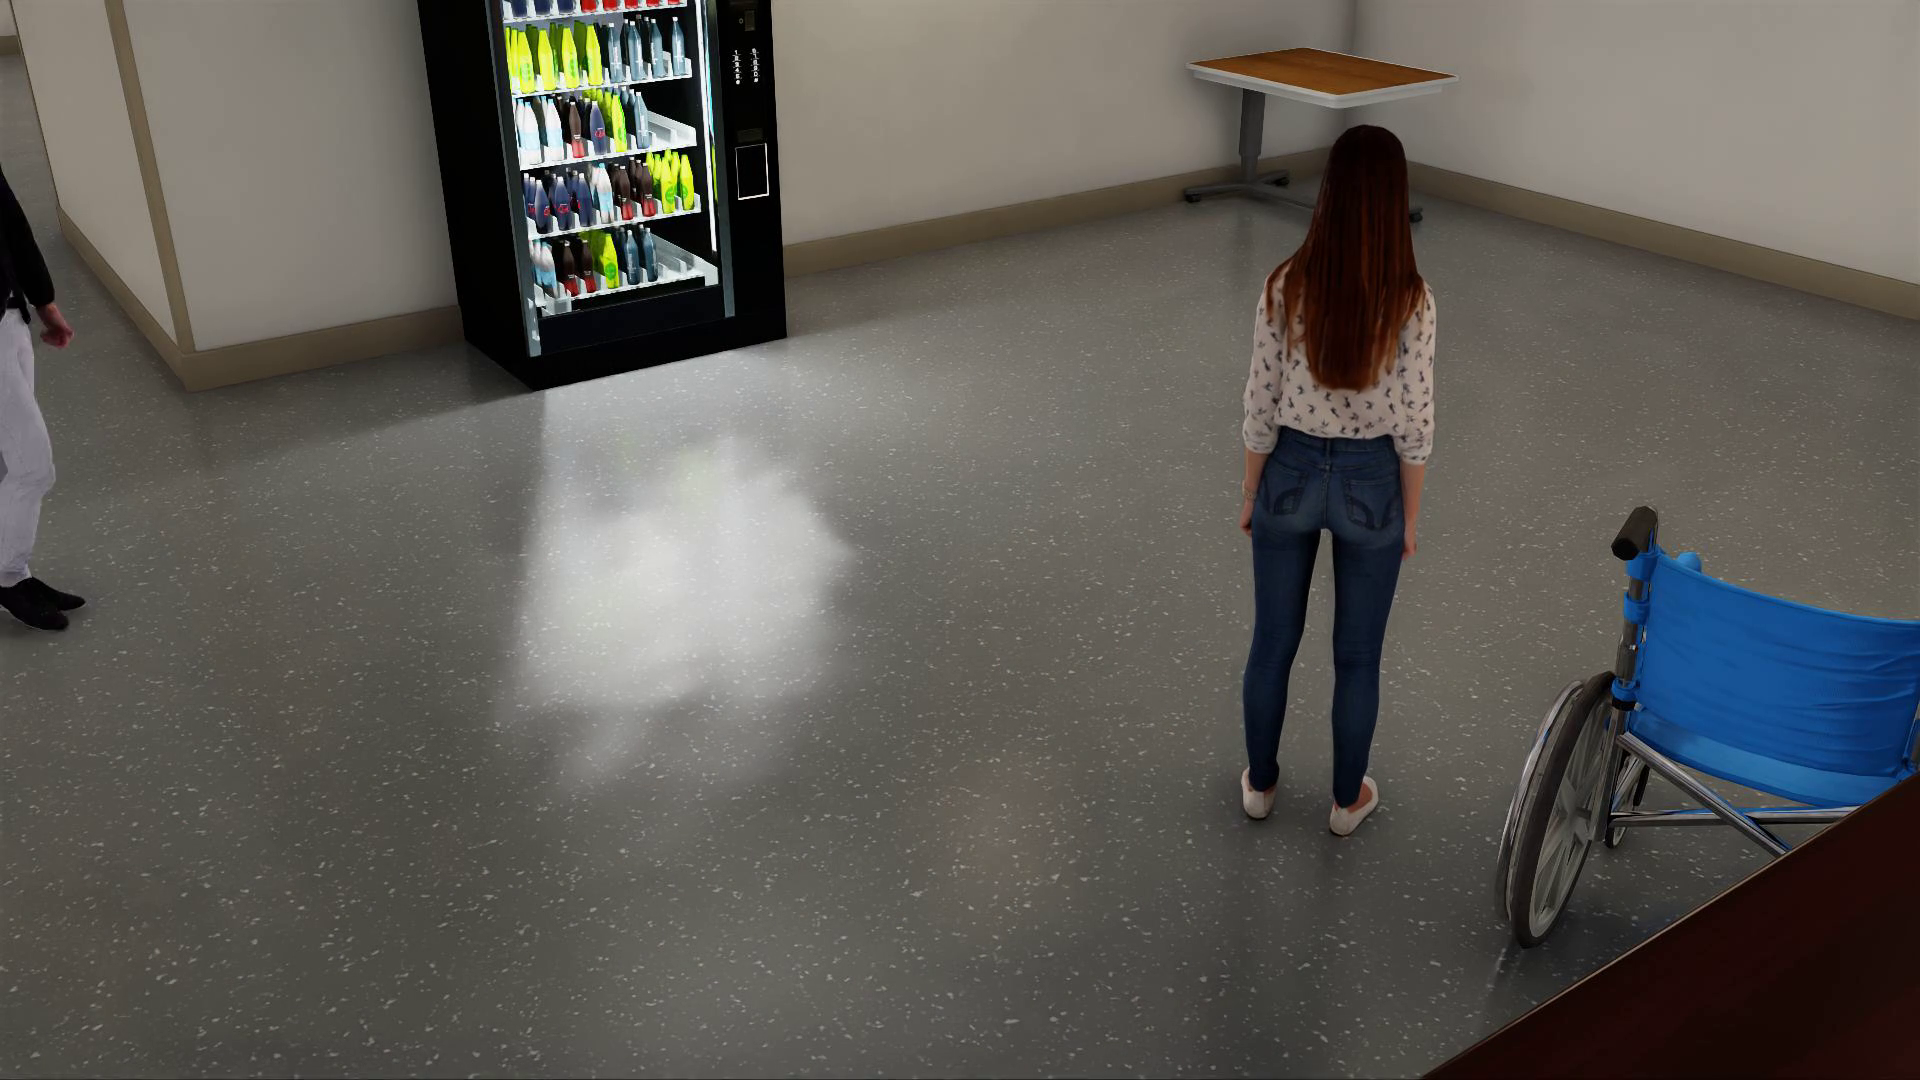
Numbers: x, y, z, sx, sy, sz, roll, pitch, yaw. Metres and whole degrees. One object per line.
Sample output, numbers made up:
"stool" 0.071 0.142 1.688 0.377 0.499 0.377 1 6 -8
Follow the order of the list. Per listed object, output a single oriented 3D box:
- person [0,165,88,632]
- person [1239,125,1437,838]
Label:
"person" -2.942 -0.603 4.824 0.838 1.831 0.786 3 26 6
"person" 0.868 -0.102 3.903 0.654 1.728 0.676 9 27 18
